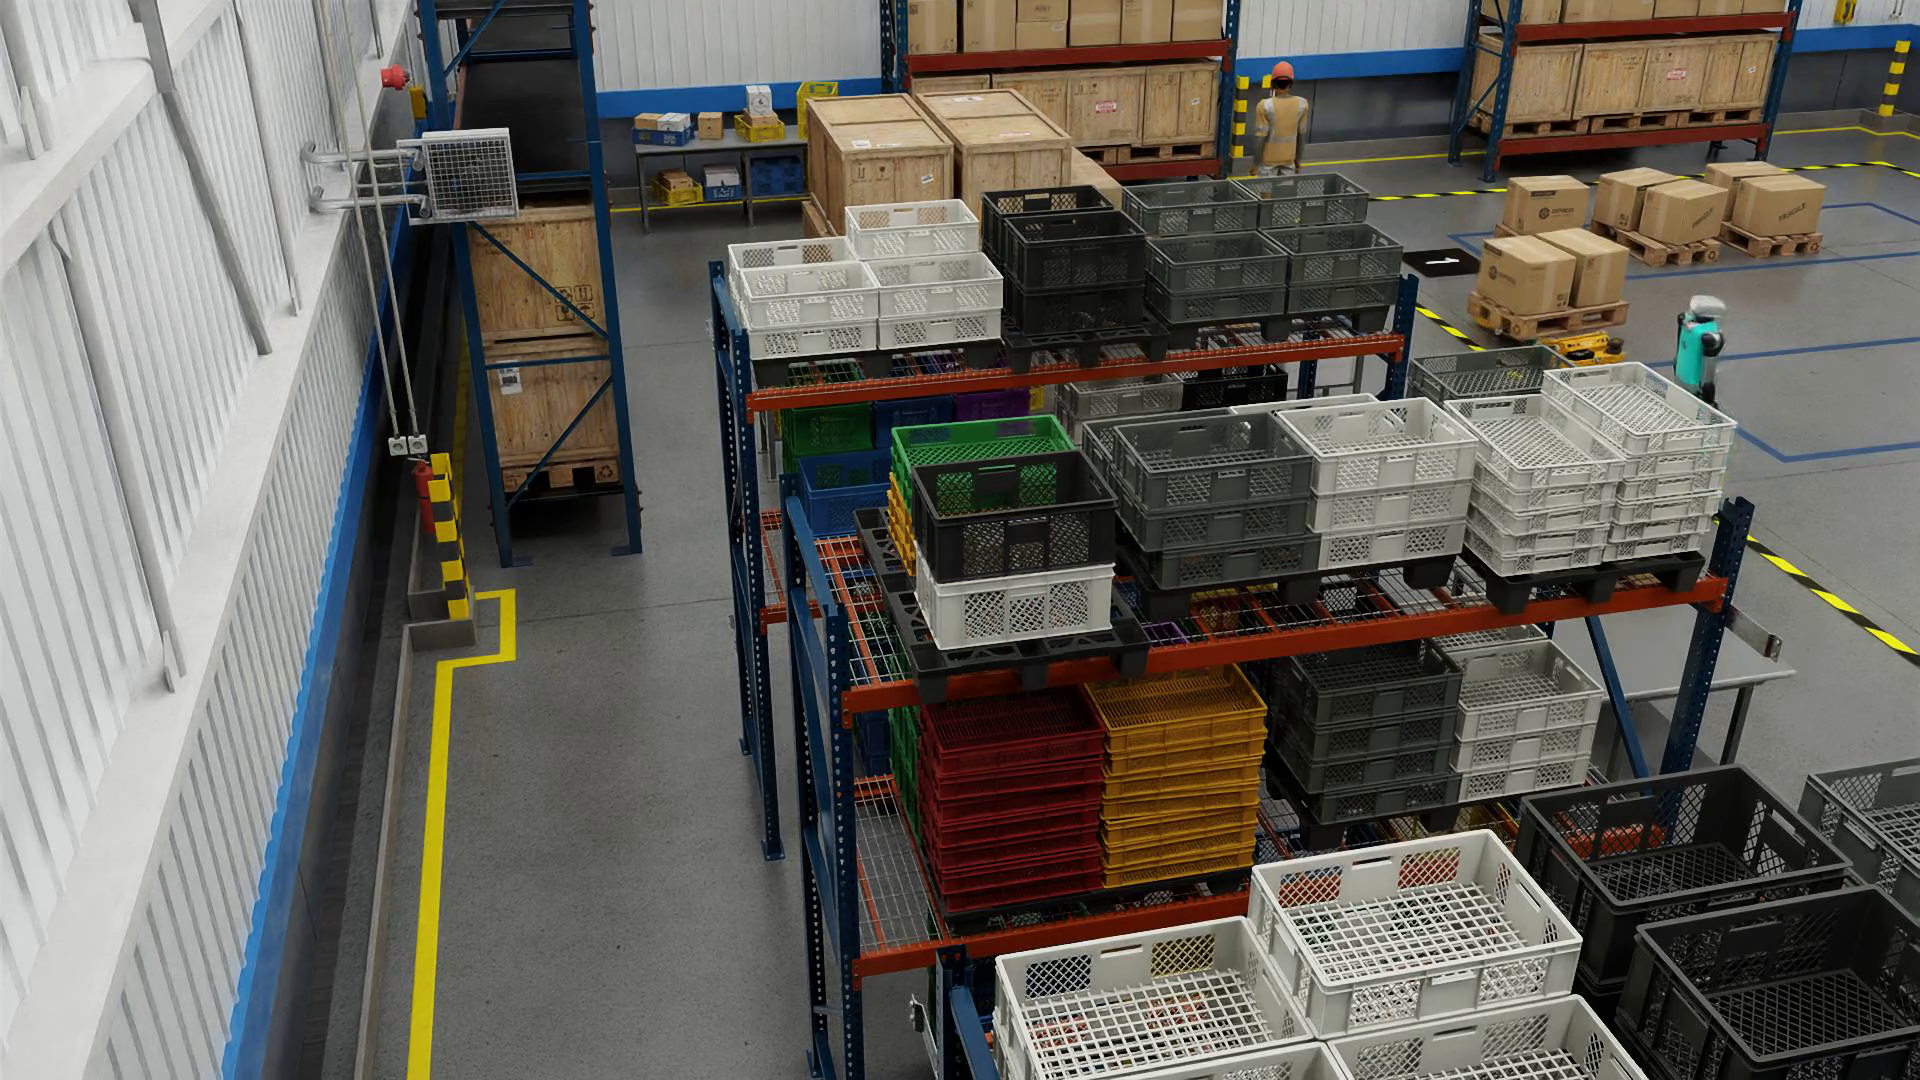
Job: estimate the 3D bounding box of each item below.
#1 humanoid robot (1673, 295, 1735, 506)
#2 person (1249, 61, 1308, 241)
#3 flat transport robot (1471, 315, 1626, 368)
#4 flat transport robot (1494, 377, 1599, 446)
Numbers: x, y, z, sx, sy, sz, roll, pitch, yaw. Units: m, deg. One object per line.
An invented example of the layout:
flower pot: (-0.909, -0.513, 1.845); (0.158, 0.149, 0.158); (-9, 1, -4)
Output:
humanoid robot: (5.570, -0.936, 12.277); (0.755, 1.804, 0.540); (-2, 28, -3)
person: (3.413, -4.130, 17.989); (0.613, 2.035, 0.392); (-8, 29, -16)
flat transport robot: (5.578, -1.991, 15.794); (0.652, 0.197, 1.431); (-11, 30, -19)
flat transport robot: (4.780, -1.036, 14.013); (0.659, 0.231, 1.431); (-6, 28, -12)
